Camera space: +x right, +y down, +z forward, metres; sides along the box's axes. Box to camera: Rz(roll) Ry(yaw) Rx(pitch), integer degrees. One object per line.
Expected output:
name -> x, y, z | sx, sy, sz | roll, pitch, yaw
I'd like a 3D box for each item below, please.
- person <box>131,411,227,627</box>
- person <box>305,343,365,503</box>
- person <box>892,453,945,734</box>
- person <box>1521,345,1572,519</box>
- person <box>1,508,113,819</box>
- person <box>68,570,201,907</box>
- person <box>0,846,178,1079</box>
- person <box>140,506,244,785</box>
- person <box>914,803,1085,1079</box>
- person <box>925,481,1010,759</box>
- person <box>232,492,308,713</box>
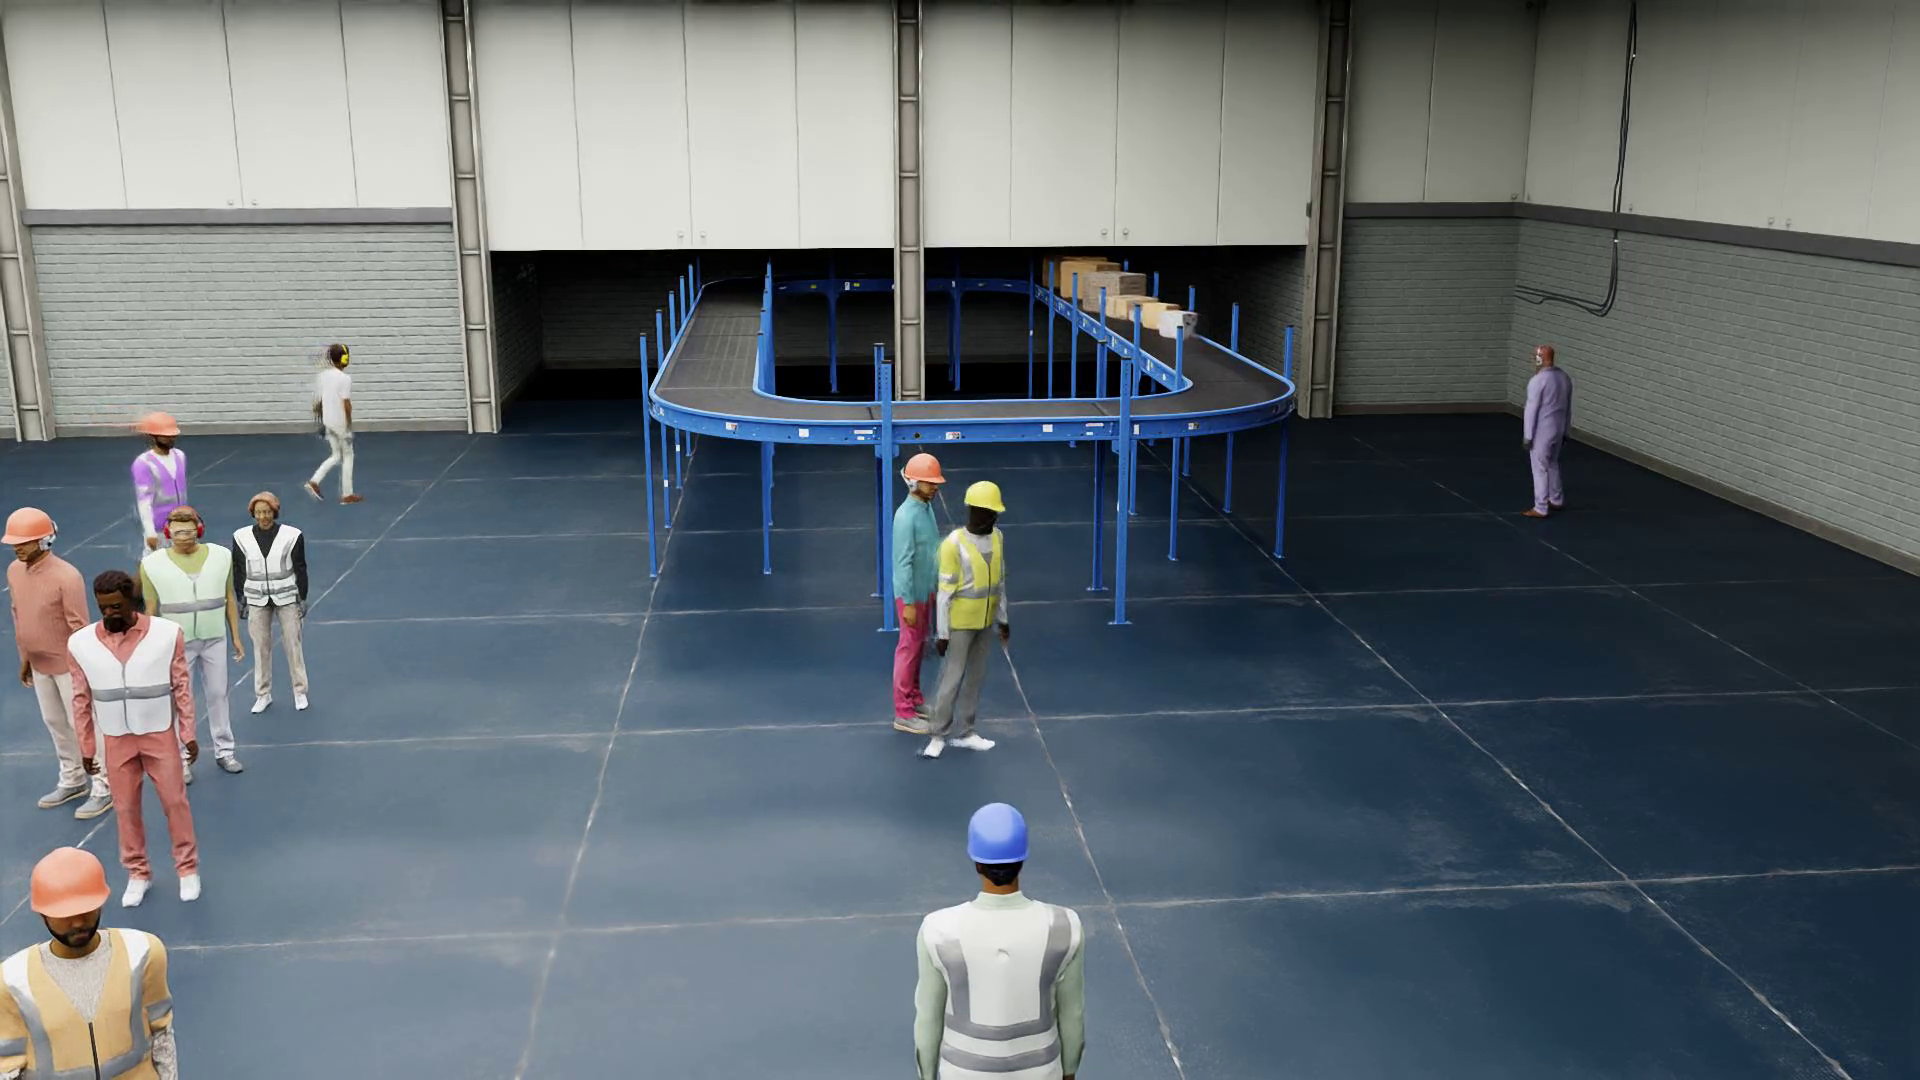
person -> -6.802, -0.172, 14.165 | 0.985, 1.894, 0.559 | 6, 15, 21
person -> -7.086, -1.287, 18.742 | 0.523, 1.838, 0.630 | 9, 16, 31
person -> -0.288, 0.363, 11.797 | 0.394, 1.990, 0.618 | 3, 14, 12
person -> 6.407, -1.186, 18.234 | 0.675, 1.883, 0.425 | -11, 18, -37
person -> -5.593, 0.758, 10.261 | 0.631, 1.982, 0.428 | 7, 16, 27
person -> -4.518, 1.070, 9.150 | 0.603, 1.906, 0.387 | -4, 15, -16
person -> -2.899, 1.939, 5.596 | 0.545, 1.942, 0.350 | -10, 17, -36
person -> -5.009, 0.666, 10.889 | 0.567, 1.841, 0.375 | -11, 18, -38
person -> 0.141, 1.866, 5.911 | 0.604, 1.938, 0.426 | -1, 14, -4
person -> 0.057, 0.550, 11.261 | 0.390, 1.903, 0.729 | 12, 19, 41
person -> -5.026, 0.451, 12.165 | 0.513, 1.640, 0.307 | -3, 14, -12
